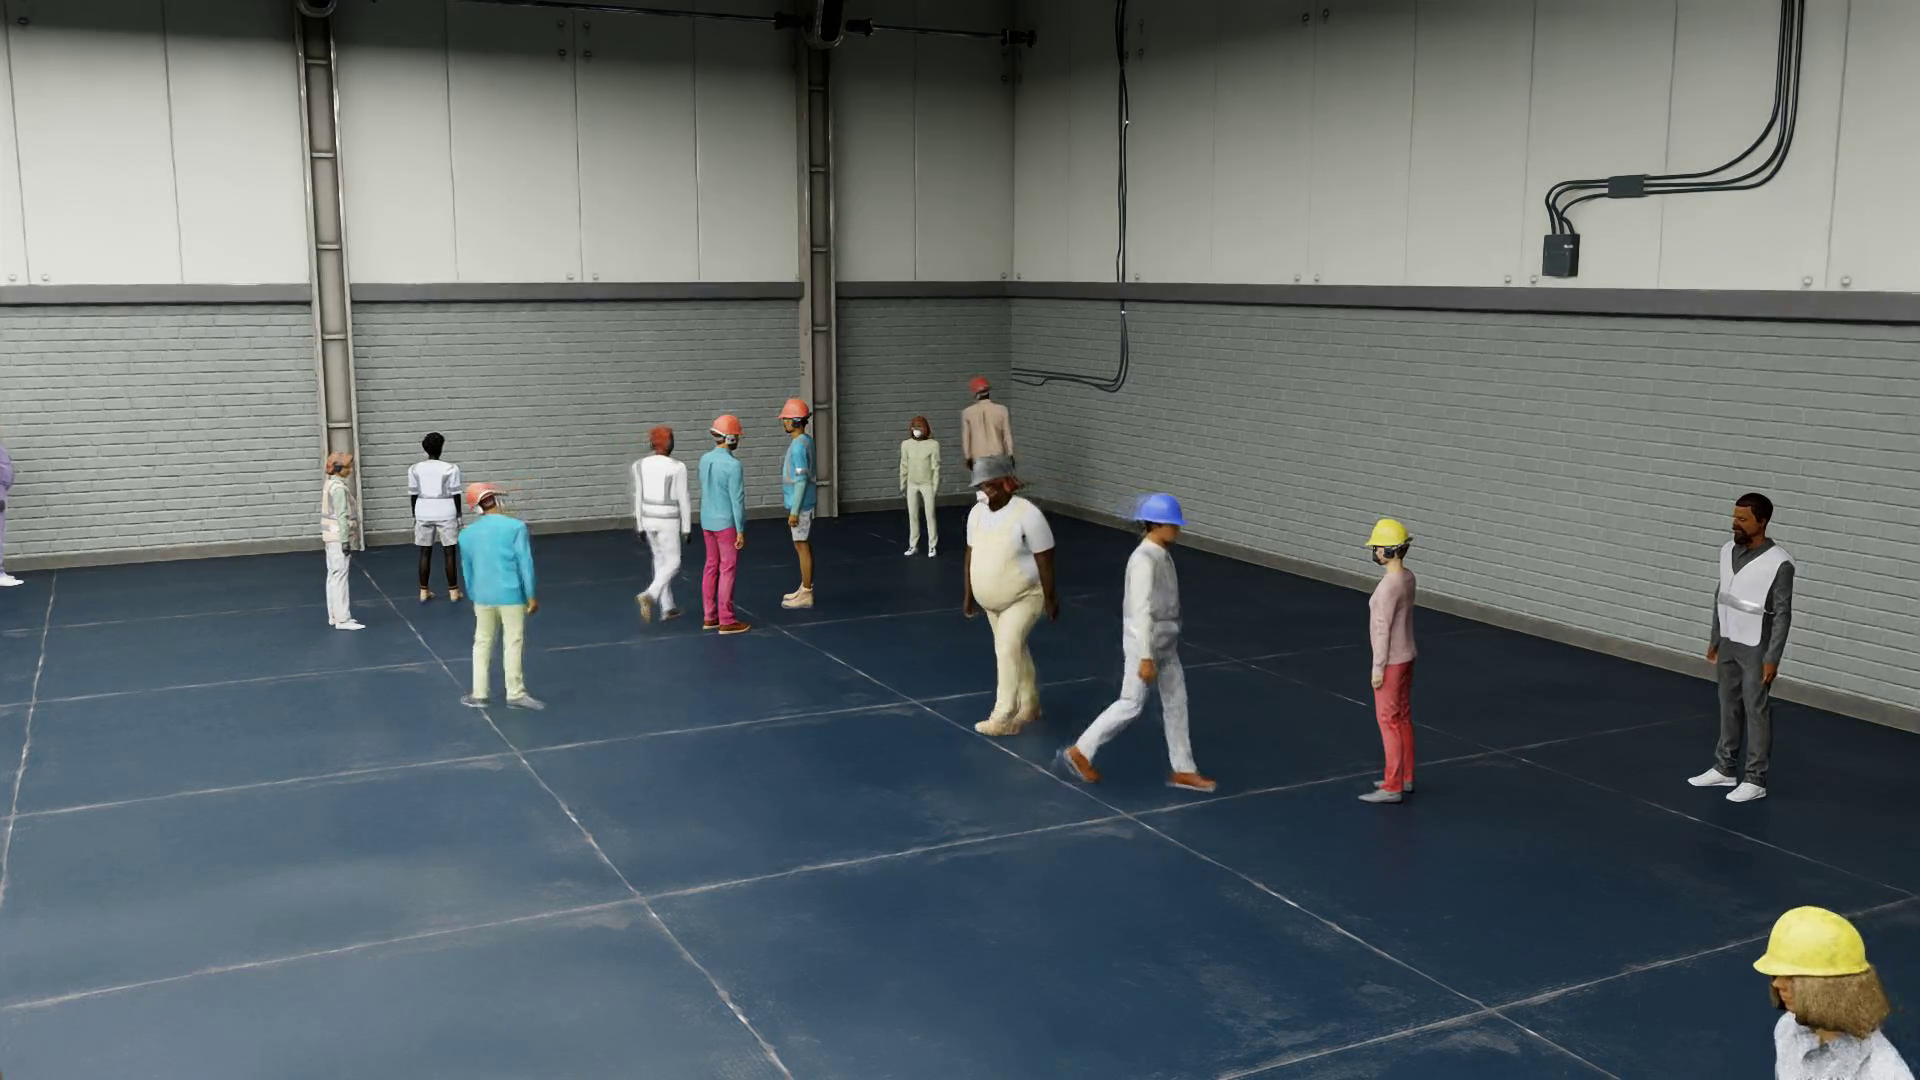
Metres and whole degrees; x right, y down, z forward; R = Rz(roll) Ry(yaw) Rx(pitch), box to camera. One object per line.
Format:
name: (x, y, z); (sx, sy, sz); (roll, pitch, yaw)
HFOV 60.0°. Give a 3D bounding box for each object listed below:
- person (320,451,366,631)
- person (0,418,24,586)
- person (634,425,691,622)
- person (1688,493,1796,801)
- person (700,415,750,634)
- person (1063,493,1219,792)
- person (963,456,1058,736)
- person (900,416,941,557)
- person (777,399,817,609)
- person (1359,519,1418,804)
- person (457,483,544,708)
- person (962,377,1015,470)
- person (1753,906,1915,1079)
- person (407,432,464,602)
person: (-5.680, 0.005, 15.234); (0.316, 1.639, 0.514); (-5, 11, -30)
person: (-10.083, -0.473, 17.352); (0.403, 1.911, 0.637); (-8, 12, -39)
person: (-2.797, -0.130, 15.417); (0.579, 1.859, 0.783); (4, 10, 24)
person: (4.903, 0.657, 10.354); (0.392, 1.920, 0.587); (-2, 10, -15)
person: (-2.122, -0.142, 15.103); (0.416, 1.985, 0.609); (-8, 12, -42)
person: (1.133, 0.643, 10.475); (0.935, 1.915, 0.627); (3, 10, 20)
person: (0.318, 0.359, 11.814); (0.909, 2.000, 0.705); (-8, 12, -40)
person: (-0.455, -0.616, 19.089); (0.503, 1.628, 0.284); (4, 10, 22)
person: (-1.580, -0.353, 16.193); (0.372, 2.044, 0.607); (0, 9, 0)
person: (2.656, 0.743, 10.319); (0.336, 1.760, 0.523); (6, 11, 31)
person: (-3.437, 0.424, 12.474); (0.642, 1.702, 0.326); (3, 10, 17)
person: (0.352, -1.061, 20.858); (0.664, 1.952, 0.601); (2, 9, 14)
person: (2.213, 1.758, 4.183); (0.498, 1.711, 0.503); (0, 9, -2)
person: (-5.193, -0.223, 16.492); (0.536, 1.692, 0.320); (0, 9, 2)
